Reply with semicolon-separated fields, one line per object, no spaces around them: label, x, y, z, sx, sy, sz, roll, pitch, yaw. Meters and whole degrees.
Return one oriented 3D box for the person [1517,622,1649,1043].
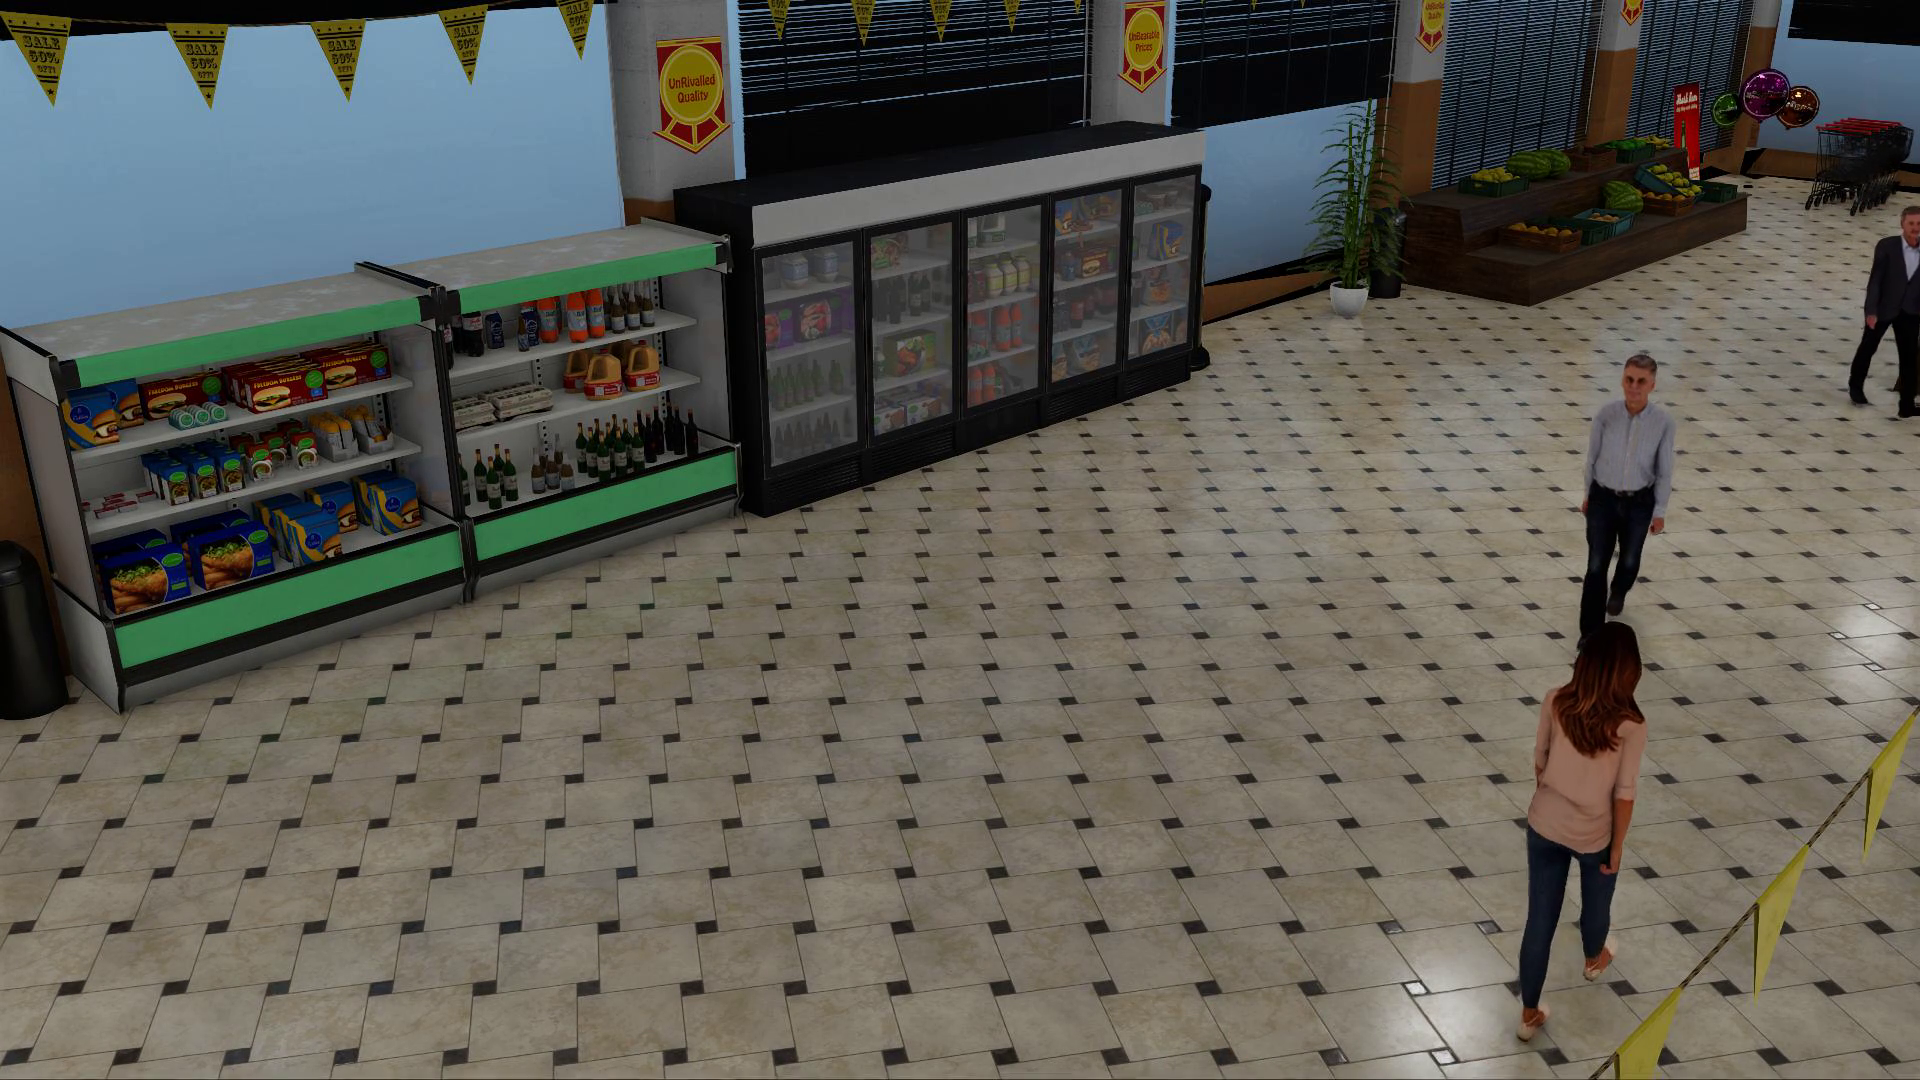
person;2.377;1.191;6.550;0.696;1.759;1.035;15;26;33

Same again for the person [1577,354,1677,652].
person;4.049;-0.255;10.115;0.907;1.784;1.261;11;24;25

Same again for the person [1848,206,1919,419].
person;8.052;-1.993;14.435;1.200;1.788;1.310;2;22;4
